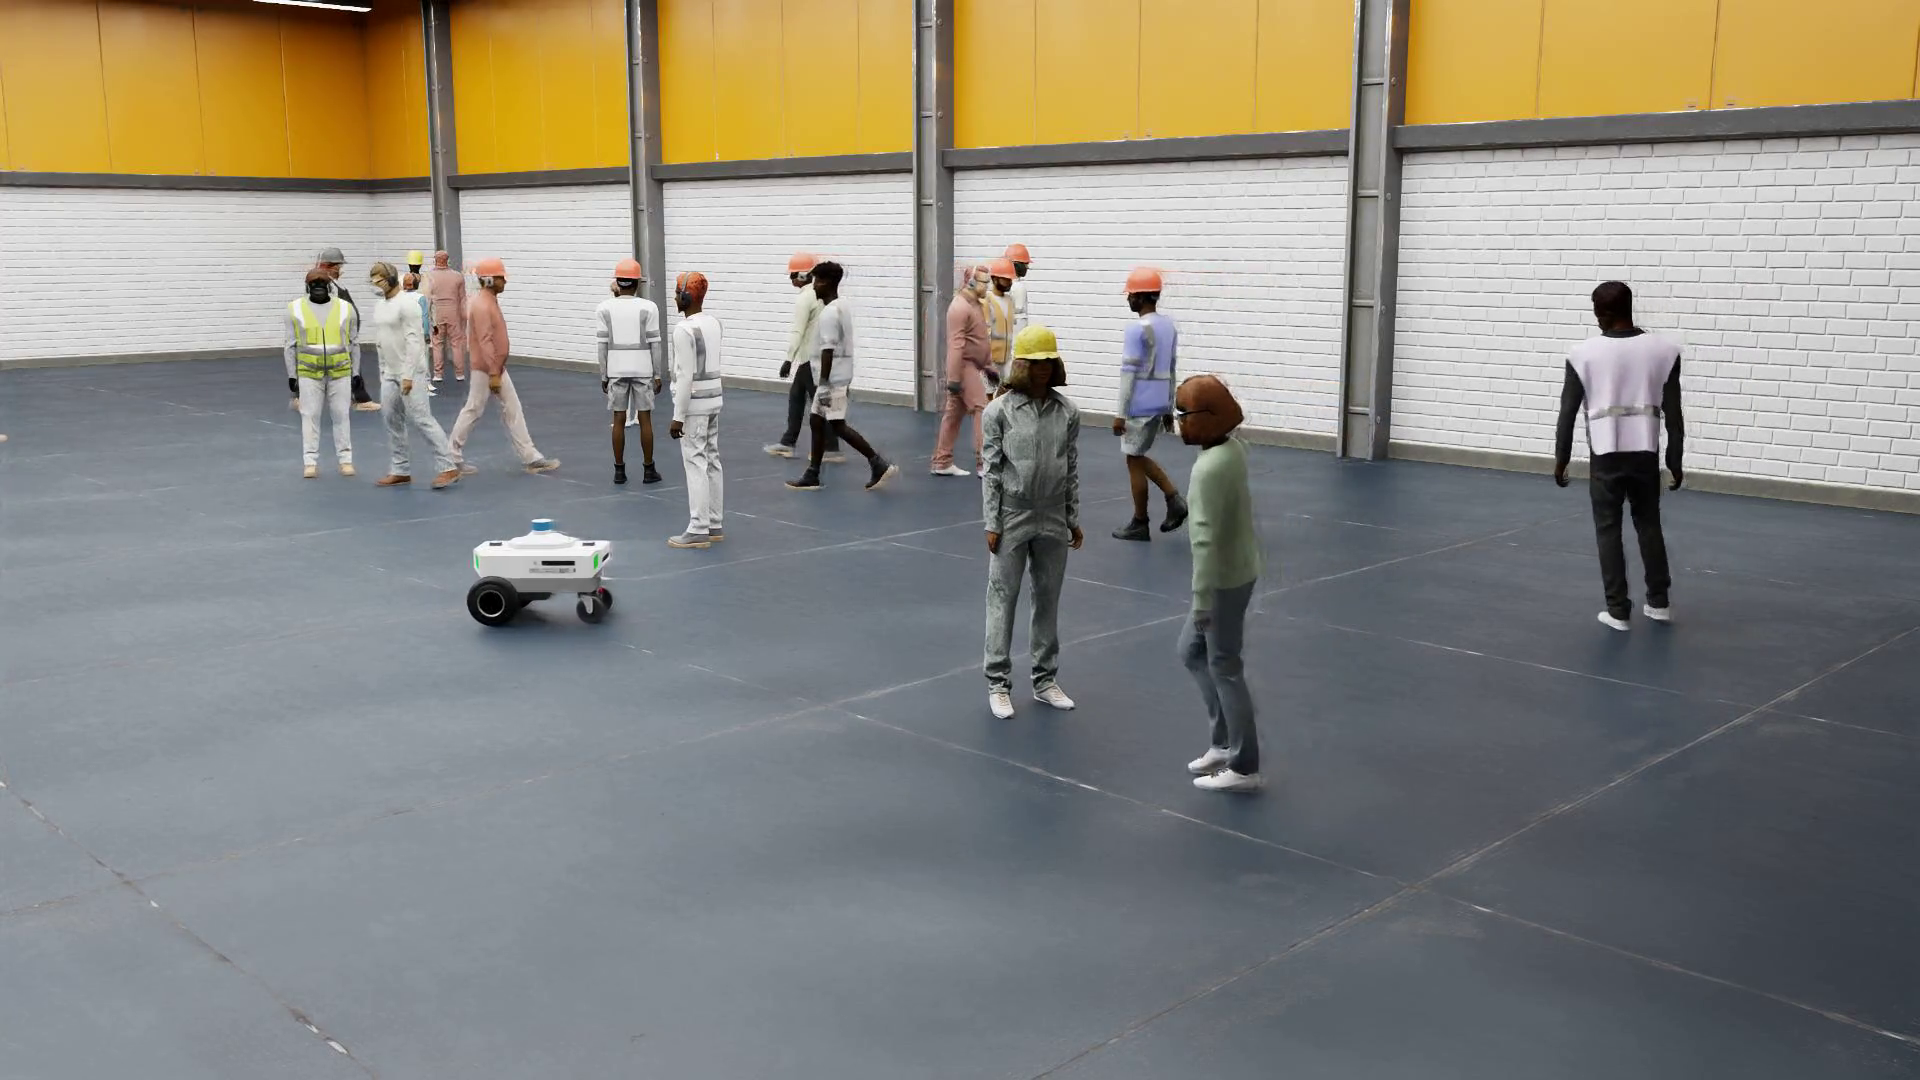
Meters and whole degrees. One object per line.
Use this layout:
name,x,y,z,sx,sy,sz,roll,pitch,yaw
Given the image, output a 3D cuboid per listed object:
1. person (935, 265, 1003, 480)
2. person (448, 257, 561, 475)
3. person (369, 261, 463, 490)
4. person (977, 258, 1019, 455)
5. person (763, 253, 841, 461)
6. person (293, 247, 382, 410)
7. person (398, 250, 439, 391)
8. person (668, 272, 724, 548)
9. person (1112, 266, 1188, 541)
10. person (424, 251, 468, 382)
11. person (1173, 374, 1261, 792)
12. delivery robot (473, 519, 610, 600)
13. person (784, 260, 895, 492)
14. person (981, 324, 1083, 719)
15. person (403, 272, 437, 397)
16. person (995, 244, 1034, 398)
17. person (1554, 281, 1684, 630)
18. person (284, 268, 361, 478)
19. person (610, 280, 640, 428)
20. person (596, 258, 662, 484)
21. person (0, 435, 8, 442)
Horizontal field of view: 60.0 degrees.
person,0.159,-1.463,14.580,0.855,1.865,0.671,1,10,6
person,-4.162,-1.531,14.769,1.054,1.940,0.641,0,10,-3
person,-4.621,-1.376,14.007,0.823,1.915,0.555,10,14,43
person,0.404,-1.730,15.945,0.551,1.911,0.667,-10,14,-44
person,-1.538,-1.710,15.678,0.905,1.955,0.618,1,10,6
person,-7.601,-2.555,20.078,0.992,2.000,0.683,0,10,-2
person,-7.430,-2.993,22.782,0.589,1.923,0.383,-9,14,-40
person,-1.816,-0.887,11.418,0.355,1.882,0.575,3,11,16
person,1.302,-0.928,11.534,0.473,1.922,0.547,7,12,32
person,-7.536,-3.265,24.315,0.654,1.906,0.406,-4,11,-22
person,0.980,0.174,6.348,0.436,1.608,0.526,4,11,20
delivery robot,-2.319,0.126,9.256,0.707,0.478,0.477,0,10,-1
person,-1.002,-1.353,13.824,0.900,1.935,0.617,1,10,4
person,0.329,-0.083,7.407,0.485,1.745,0.296,-5,11,-25
person,-7.223,-2.709,22.007,0.514,1.642,0.314,5,12,27
person,0.567,-2.020,17.154,0.391,2.040,0.615,-4,11,-23
person,3.586,-0.461,9.083,0.648,1.882,0.483,2,11,9
person,-5.628,-1.473,14.719,0.633,1.841,0.429,-5,11,-24
person,-3.723,-2.065,18.505,0.310,1.636,0.523,6,12,32
person,-2.832,-1.445,14.303,0.545,1.938,0.362,0,10,-2
person,-10.318,-1.888,17.081,0.793,1.811,0.648,-3,11,-17
